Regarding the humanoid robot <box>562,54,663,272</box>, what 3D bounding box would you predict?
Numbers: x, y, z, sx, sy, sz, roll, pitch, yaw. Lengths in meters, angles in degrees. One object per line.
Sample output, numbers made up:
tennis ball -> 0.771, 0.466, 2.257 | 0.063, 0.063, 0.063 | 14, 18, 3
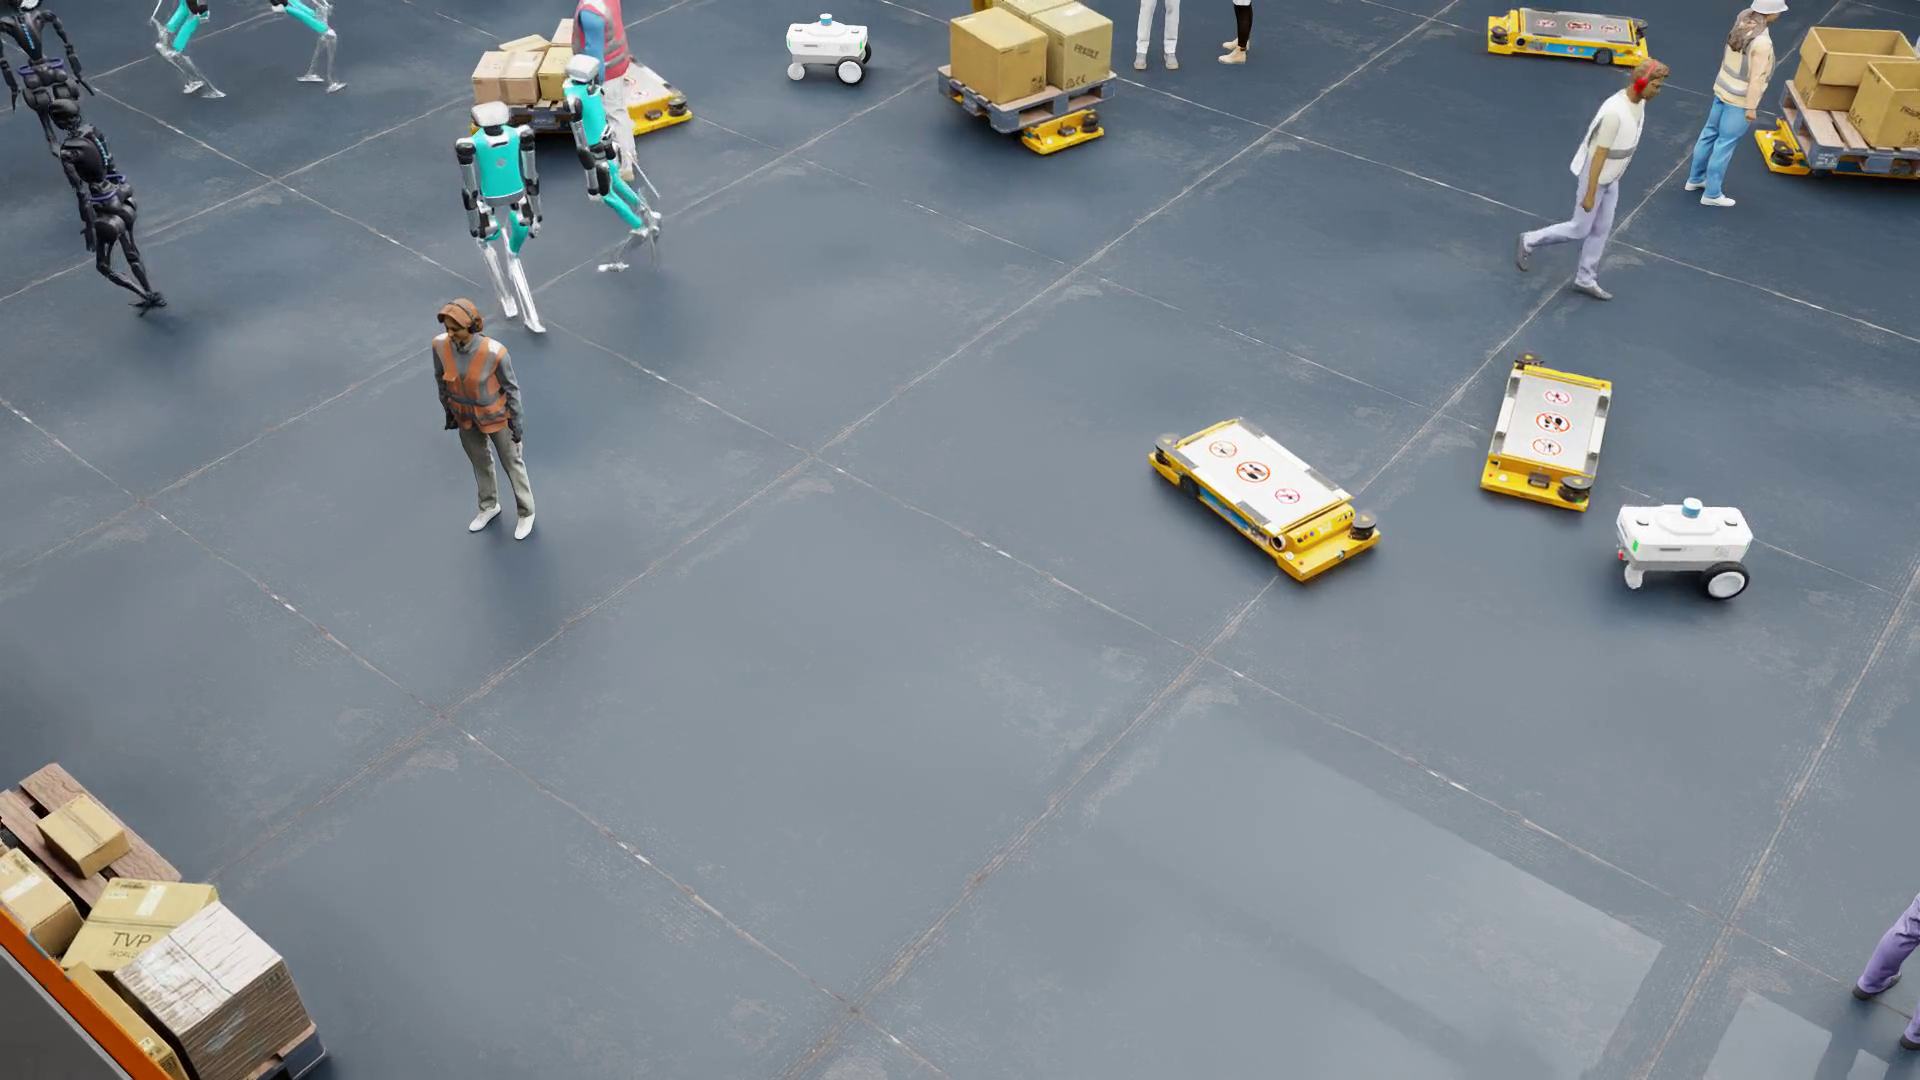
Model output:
humanoid robot -> -2.399, -2.623, 12.109 | 0.752, 1.861, 0.566 | 4, 41, 5

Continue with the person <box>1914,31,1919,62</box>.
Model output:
person -> 8.232, -4.206, 13.898 | 0.320, 1.729, 0.490 | -10, 41, -12

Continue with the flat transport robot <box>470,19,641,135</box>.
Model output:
flat transport robot -> -3.474, -3.743, 14.481 | 1.431, 0.231, 0.659 | 0, 40, 0

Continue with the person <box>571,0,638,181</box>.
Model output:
person -> -2.862, -3.772, 13.313 | 0.432, 1.835, 0.630 | 1, 40, 1

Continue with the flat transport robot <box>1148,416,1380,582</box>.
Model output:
flat transport robot -> 1.890, -0.304, 10.436 | 0.659, 0.231, 1.431 | -24, 46, -26

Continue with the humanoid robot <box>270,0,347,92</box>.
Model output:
humanoid robot -> -5.821, -4.845, 14.663 | 0.814, 1.793, 0.575 | -9, 41, -10

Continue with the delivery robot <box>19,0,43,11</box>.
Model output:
delivery robot -> -9.452, -5.466, 16.274 | 0.768, 0.576, 0.499 | -21, 44, -22

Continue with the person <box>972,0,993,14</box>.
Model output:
person -> 0.216, -5.226, 15.086 | 0.343, 1.750, 0.527 | -23, 45, -24

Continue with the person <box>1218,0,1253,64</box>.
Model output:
person -> 2.566, -5.178, 15.073 | 0.322, 1.691, 0.532 | 10, 41, 11

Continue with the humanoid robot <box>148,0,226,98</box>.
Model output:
humanoid robot -> -6.815, -4.666, 14.407 | 0.786, 1.742, 0.536 | -27, 47, -28

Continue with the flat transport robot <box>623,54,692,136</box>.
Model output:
flat transport robot -> -3.015, -3.985, 14.766 | 0.659, 0.231, 1.431 | -25, 46, -27

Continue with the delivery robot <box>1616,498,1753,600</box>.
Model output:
delivery robot -> 4.281, 0.008, 9.847 | 0.765, 0.593, 0.519 | 0, 40, 0

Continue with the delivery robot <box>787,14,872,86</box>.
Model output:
delivery robot -> -1.183, -4.479, 15.124 | 0.774, 0.592, 0.499 | 3, 40, 4

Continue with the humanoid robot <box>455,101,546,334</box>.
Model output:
humanoid robot -> -3.225, -2.302, 11.646 | 0.552, 1.767, 0.835 | -20, 44, -22

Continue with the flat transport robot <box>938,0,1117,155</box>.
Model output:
flat transport robot -> 0.565, -3.793, 14.539 | 0.659, 0.231, 1.431 | -24, 46, -26

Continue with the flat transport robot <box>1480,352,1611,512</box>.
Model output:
flat transport robot -> 3.876, -0.731, 10.938 | 0.659, 0.231, 1.431 | 15, 43, 17

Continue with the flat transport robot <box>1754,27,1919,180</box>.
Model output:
flat transport robot -> 7.473, -3.255, 13.907 | 1.431, 0.231, 0.659 | 6, 41, 6

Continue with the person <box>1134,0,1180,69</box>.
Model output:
person -> 1.840, -5.146, 14.886 | 0.583, 1.882, 0.337 | -1, 40, -1

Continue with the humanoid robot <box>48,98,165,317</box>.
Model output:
humanoid robot -> -6.038, -2.353, 11.758 | 0.333, 1.642, 0.609 | 1, 40, 1

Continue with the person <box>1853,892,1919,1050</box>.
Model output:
person -> 4.342, 1.496, 7.113 | 0.389, 1.836, 0.559 | -14, 42, -16

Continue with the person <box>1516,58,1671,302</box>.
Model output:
person -> 4.557, -2.630, 11.985 | 0.720, 1.800, 0.634 | 30, 49, 31

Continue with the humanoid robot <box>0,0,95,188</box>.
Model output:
humanoid robot -> -7.278, -3.631, 13.273 | 0.606, 1.632, 0.597 | -22, 45, -24

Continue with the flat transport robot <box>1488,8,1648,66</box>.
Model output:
flat transport robot -> 5.717, -4.737, 15.650 | 1.431, 0.231, 0.659 | 9, 41, 10

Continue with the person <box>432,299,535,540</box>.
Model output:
person -> -2.820, -0.716, 9.860 | 0.524, 1.638, 0.305 | 11, 42, 12

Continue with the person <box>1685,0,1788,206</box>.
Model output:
person -> 6.073, -3.473, 13.036 | 0.365, 1.730, 0.486 | -4, 41, -5
